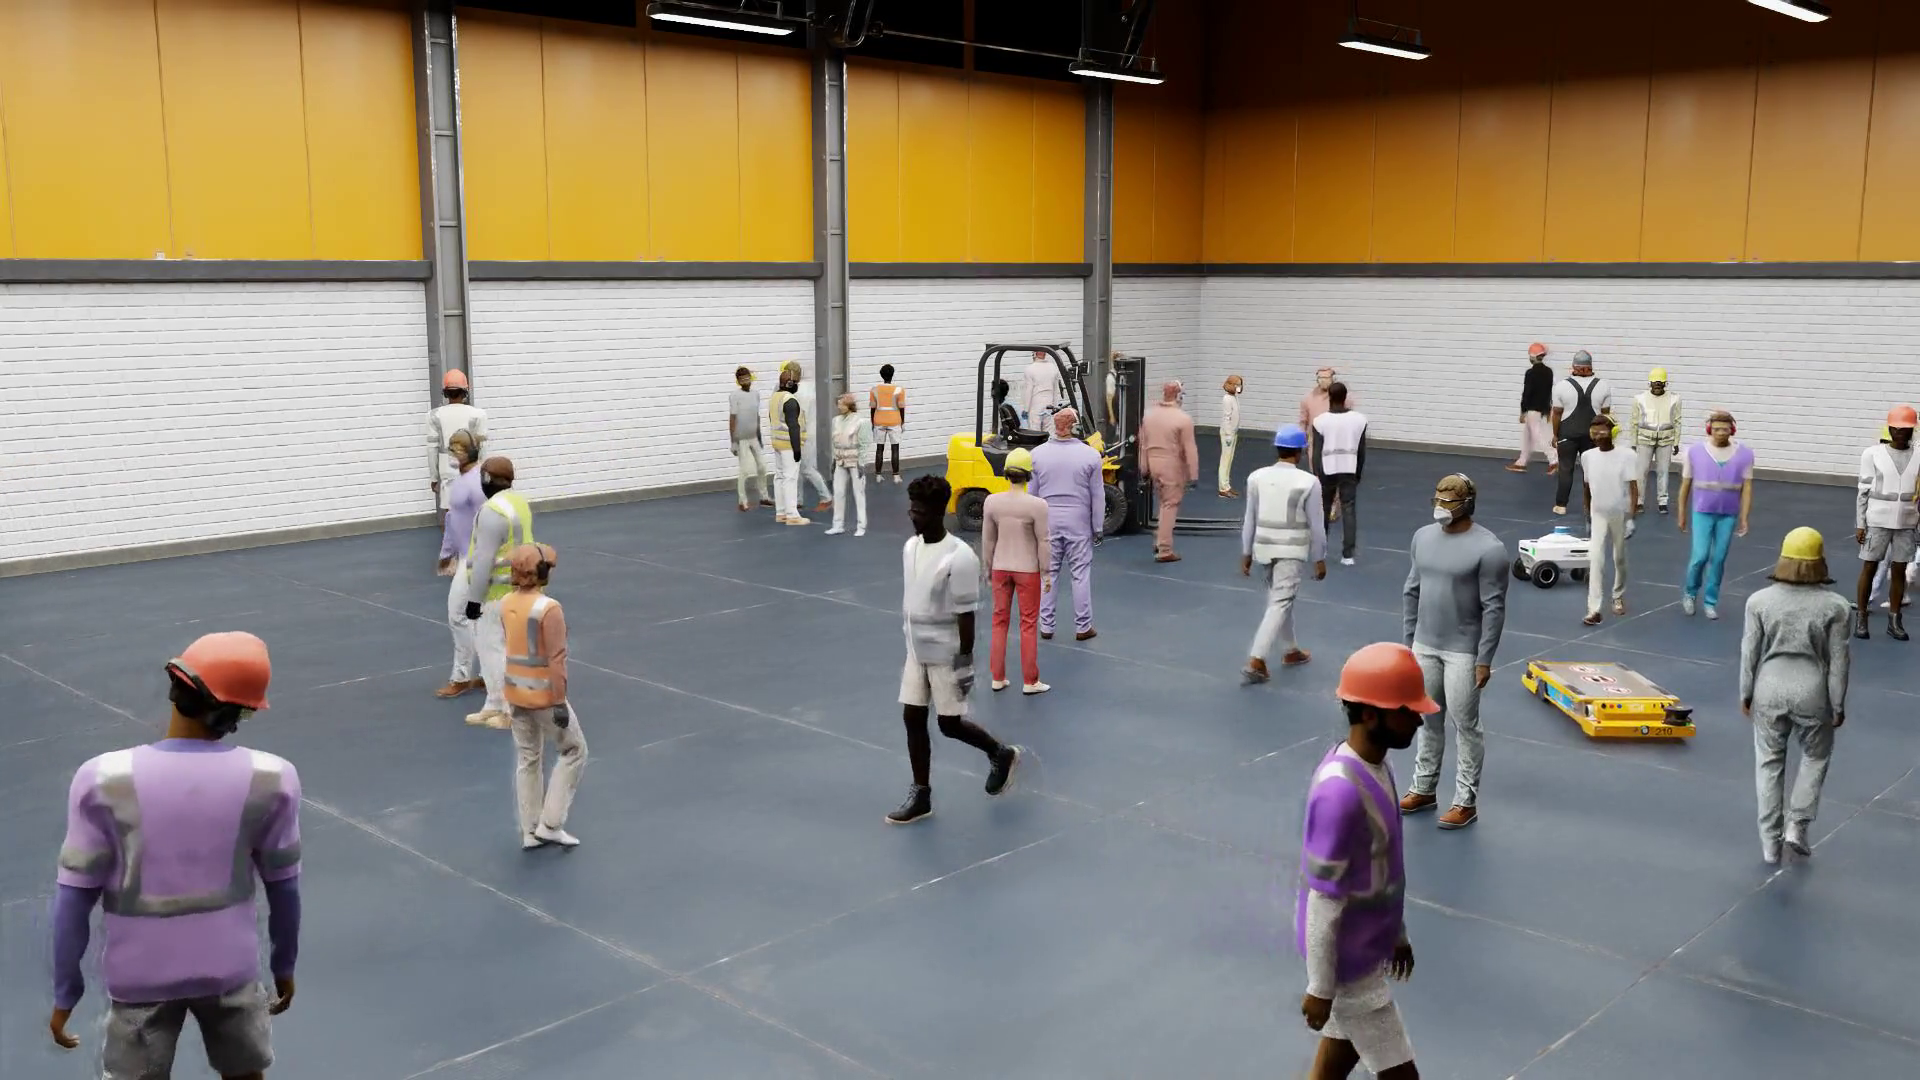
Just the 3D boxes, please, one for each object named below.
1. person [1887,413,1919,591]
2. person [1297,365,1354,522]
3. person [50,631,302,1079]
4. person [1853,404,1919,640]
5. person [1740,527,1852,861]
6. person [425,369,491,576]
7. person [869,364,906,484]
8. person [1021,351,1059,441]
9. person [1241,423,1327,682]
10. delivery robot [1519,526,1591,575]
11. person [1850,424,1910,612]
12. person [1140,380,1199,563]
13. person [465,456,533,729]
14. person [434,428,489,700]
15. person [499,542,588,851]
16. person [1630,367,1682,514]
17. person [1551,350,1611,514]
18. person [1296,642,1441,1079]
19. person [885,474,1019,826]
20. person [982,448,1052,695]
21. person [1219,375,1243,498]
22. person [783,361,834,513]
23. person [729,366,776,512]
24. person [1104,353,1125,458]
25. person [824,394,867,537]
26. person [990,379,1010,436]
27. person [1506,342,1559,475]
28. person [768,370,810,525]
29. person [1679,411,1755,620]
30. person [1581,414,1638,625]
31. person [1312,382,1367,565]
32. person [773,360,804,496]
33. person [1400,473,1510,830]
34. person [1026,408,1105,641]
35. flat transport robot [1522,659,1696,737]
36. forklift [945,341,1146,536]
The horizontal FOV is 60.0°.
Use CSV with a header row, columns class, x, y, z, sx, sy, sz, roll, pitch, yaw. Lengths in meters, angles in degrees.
class,x,y,z,sx,sy,sz,roll,pitch,yaw
person,8.861,-0.347,15.299,0.638,1.794,0.936,-3,10,-20
person,4.352,-1.144,19.894,0.678,1.888,0.502,4,10,24
person,-2.279,1.269,4.852,0.711,1.995,0.358,-6,11,-32
person,7.634,-0.143,13.612,0.543,1.939,0.360,2,10,14
person,4.257,0.789,8.503,0.505,1.730,0.353,6,11,33
person,-4.949,-0.664,16.474,0.605,2.048,0.371,-1,9,-7
person,-1.021,-1.638,23.554,0.534,1.695,0.320,2,10,13
person,1.189,-2.016,25.195,0.646,1.908,0.408,-7,12,-38
person,2.383,0.084,12.360,0.628,1.903,0.987,9,13,43
delivery robot,5.760,0.113,15.987,0.707,0.478,0.477,-1,9,-7
person,8.173,-0.197,14.627,0.886,1.707,0.546,-4,10,-23
person,2.220,-0.710,17.225,0.536,1.888,0.679,-7,12,-38
person,-3.053,0.348,11.008,0.465,1.807,0.658,-1,9,-4
person,-3.530,0.160,11.828,0.555,1.919,0.706,-4,10,-25
person,-2.175,0.817,8.641,0.548,1.625,0.389,8,12,41
person,8.634,-1.234,20.657,0.589,1.827,0.403,3,10,16
person,7.656,-1.334,20.602,0.682,2.000,0.537,1,9,9
person,1.246,1.250,5.104,0.486,1.918,0.554,3,10,19
person,-0.054,0.585,9.169,0.755,1.944,0.602,-7,12,-37
person,0.417,0.224,11.895,0.534,1.767,0.317,5,10,28
person,3.608,-1.385,22.160,0.281,1.633,0.498,3,10,20
person,-1.895,-1.259,20.673,0.725,1.915,0.648,-3,10,-16
person,-2.639,-1.259,20.764,0.391,1.837,0.646,8,12,39
person,2.333,-1.868,24.621,0.505,1.794,0.736,-9,13,-44
person,-1.279,-0.837,18.854,0.520,1.623,0.464,7,12,37
person,0.454,-1.155,20.581,0.543,1.675,0.553,-2,9,-11
person,8.577,-1.945,24.611,0.624,1.962,0.963,-8,12,-39
person,-2.032,-1.099,19.791,0.429,1.839,0.621,-5,11,-28
person,6.531,-0.208,14.378,0.559,1.821,0.491,2,10,13
person,5.594,-0.193,14.357,0.514,1.804,1.021,5,11,30
person,3.921,-0.704,17.280,0.591,1.868,1.008,0,9,0
person,-2.284,-1.488,22.183,0.404,1.829,0.600,-4,10,-22
person,2.669,0.596,9.082,0.372,1.940,0.632,-7,11,-36
person,0.869,-0.128,13.630,0.651,1.904,0.402,2,10,13
flat transport robot,4.390,1.060,11.337,0.652,0.197,1.431,0,9,0
forklift,0.977,-1.223,19.452,2.313,2.155,1.214,2,9,11
